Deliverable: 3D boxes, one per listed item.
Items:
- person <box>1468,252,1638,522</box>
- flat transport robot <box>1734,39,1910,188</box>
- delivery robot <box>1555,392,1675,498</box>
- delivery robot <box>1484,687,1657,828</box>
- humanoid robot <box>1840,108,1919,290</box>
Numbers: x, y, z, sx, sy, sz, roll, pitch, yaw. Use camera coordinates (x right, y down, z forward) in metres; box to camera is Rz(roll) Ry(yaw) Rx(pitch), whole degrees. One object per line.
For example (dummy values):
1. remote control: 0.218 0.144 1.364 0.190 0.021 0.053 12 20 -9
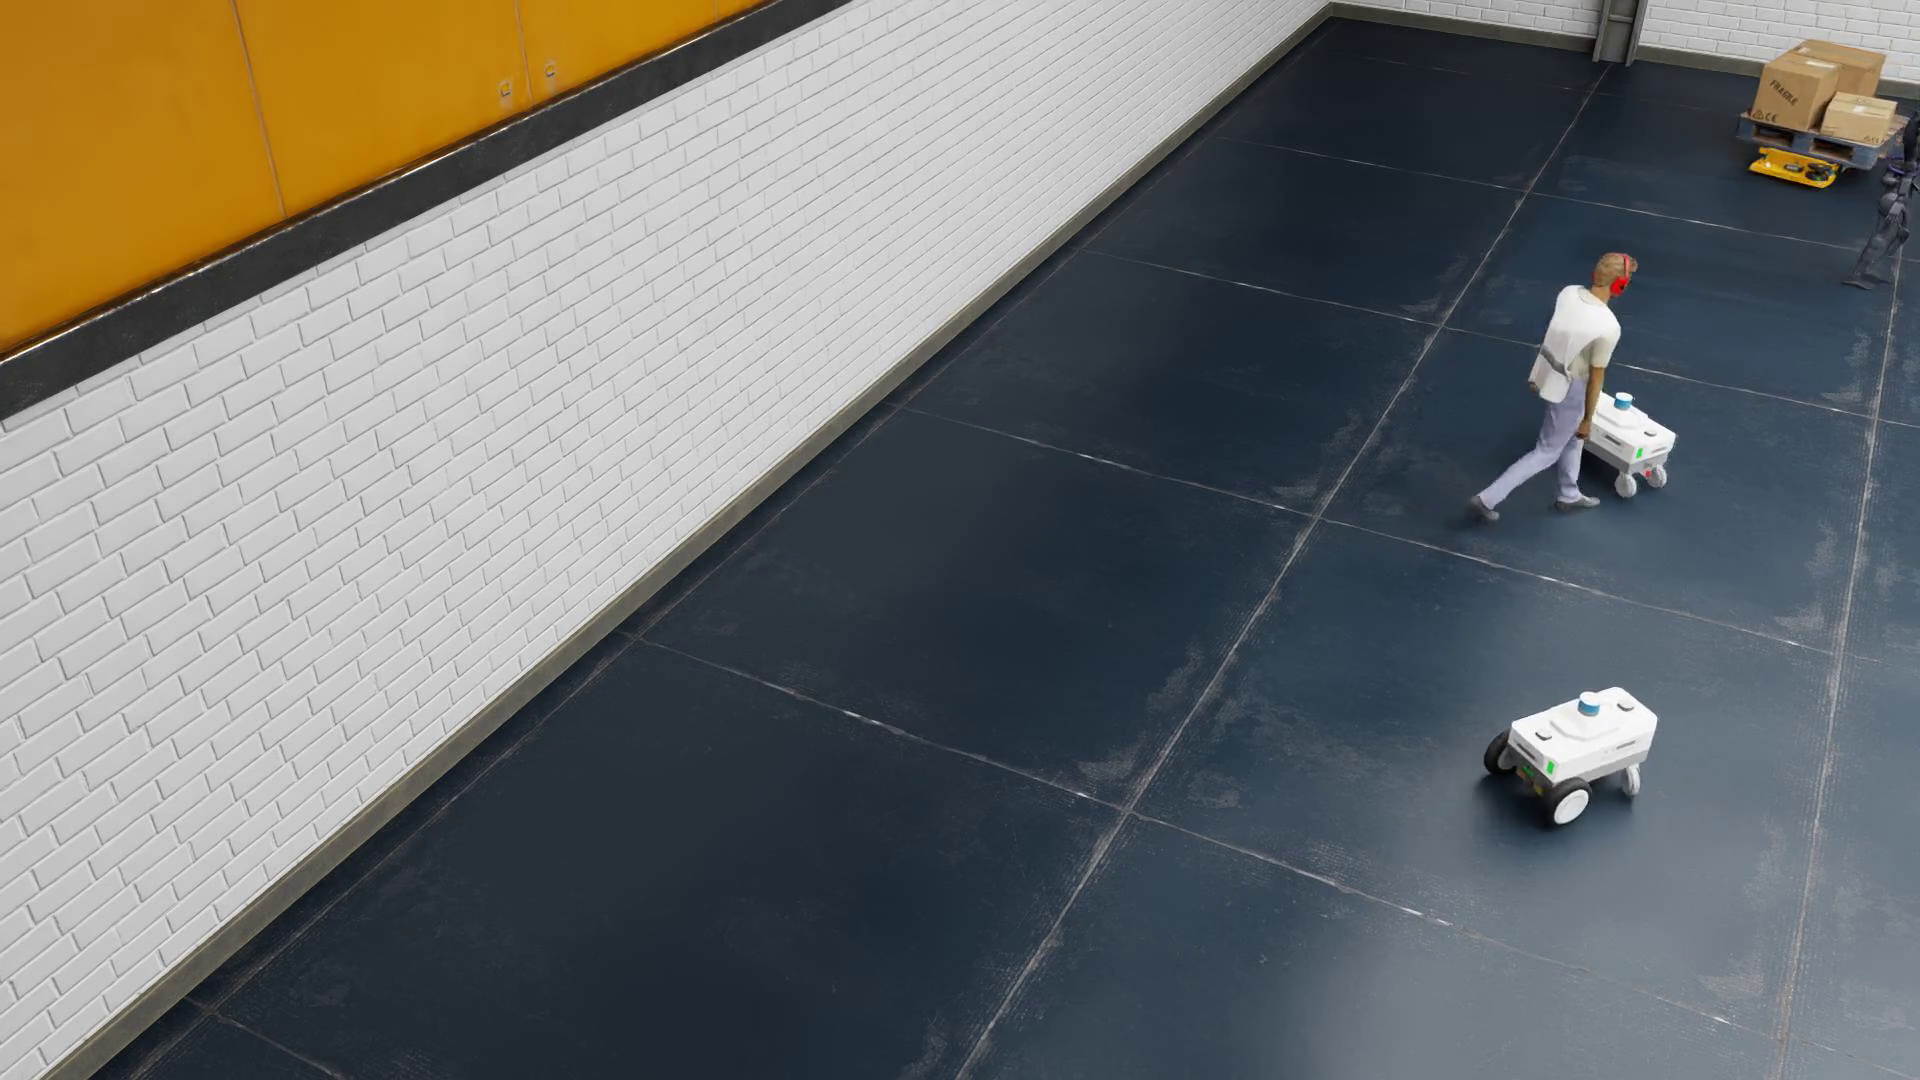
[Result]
1. person: 3.568 -0.888 9.937 0.894 1.791 0.636 -4 34 -6
2. flat transport robot: 7.887 -3.583 15.309 0.659 0.231 1.431 27 42 34
3. delivery robot: 4.198 -0.672 10.737 0.499 0.613 0.797 -16 37 -23
4. delivery robot: 3.027 1.037 8.196 0.786 0.614 0.525 -15 37 -21
5. humanoid robot: 7.192 -2.705 12.732 0.388 1.647 0.609 20 39 27
